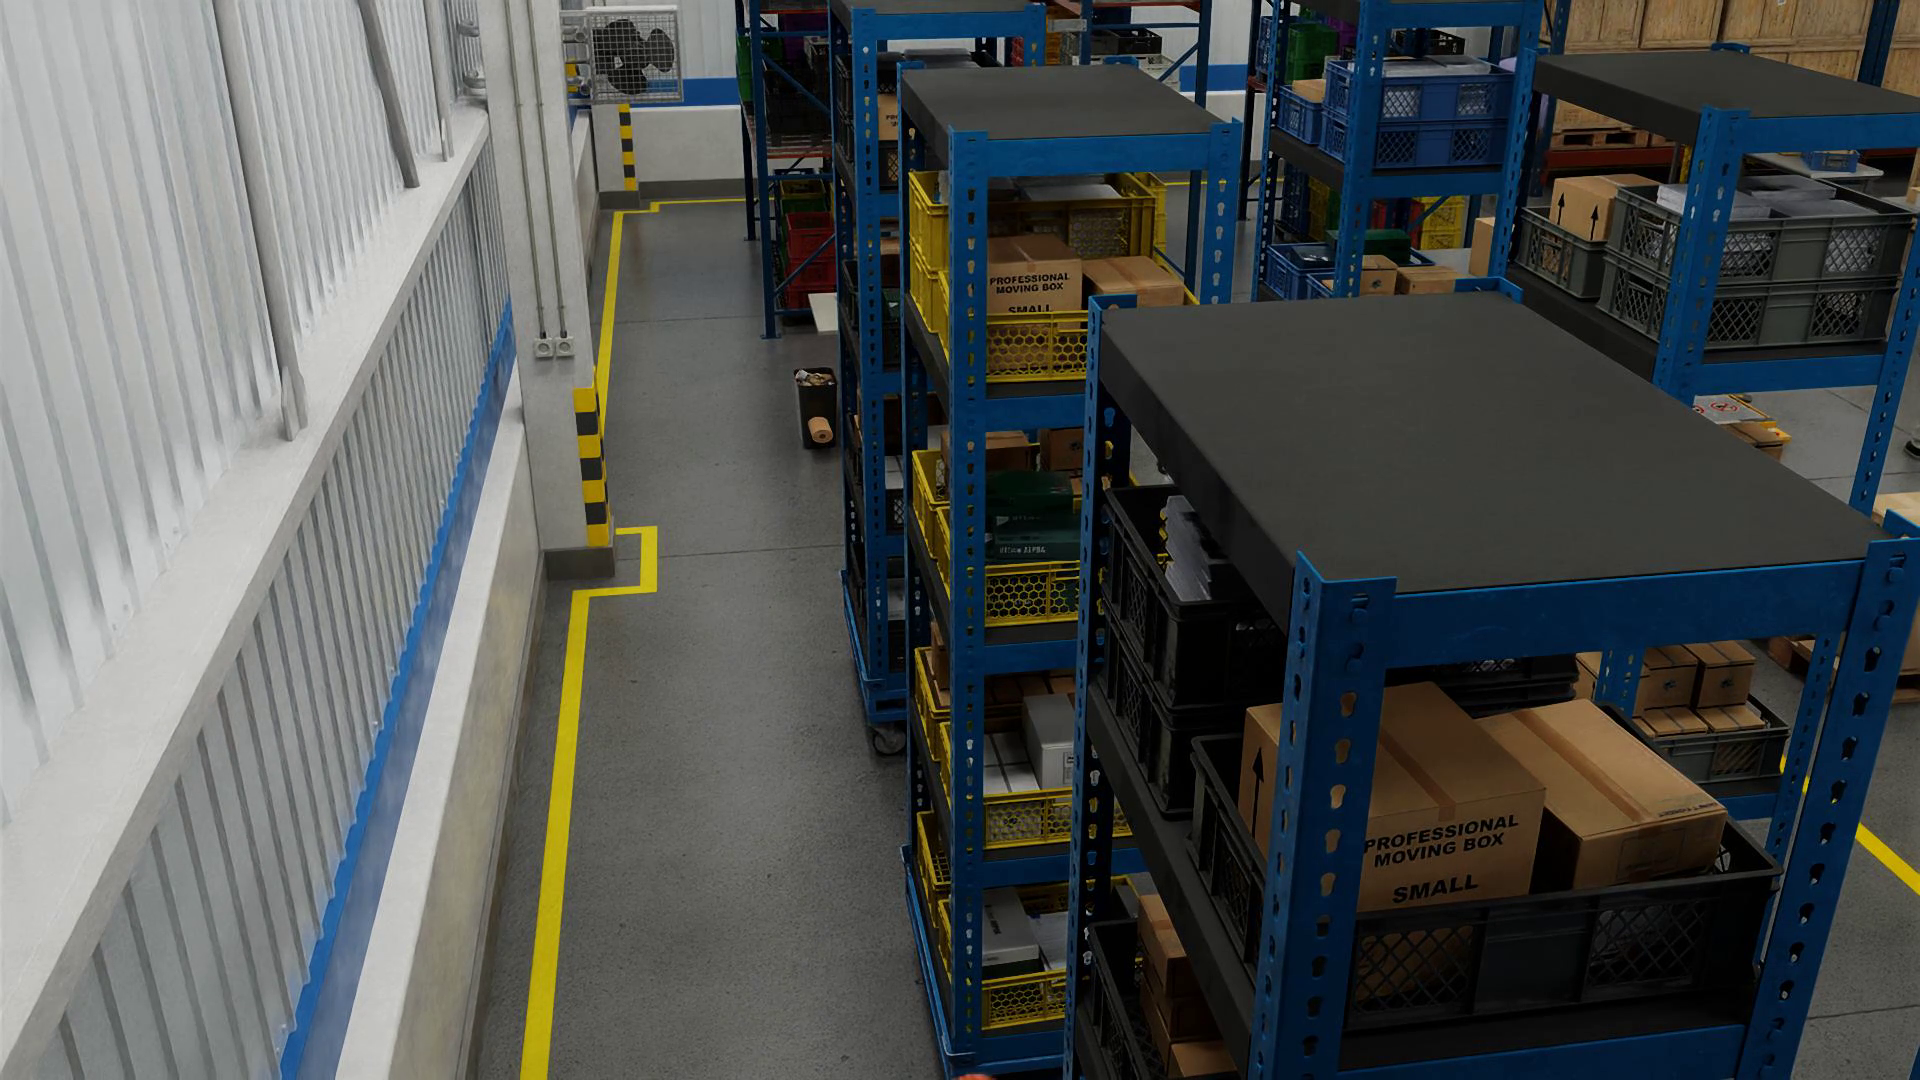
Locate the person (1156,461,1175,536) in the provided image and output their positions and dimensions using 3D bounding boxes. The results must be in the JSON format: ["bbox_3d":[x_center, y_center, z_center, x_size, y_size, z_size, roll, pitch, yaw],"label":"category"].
[{"bbox_3d":[1.379,-0.456,9.631,0.514,1.639,0.307,5,25,11],"label":"person"}]

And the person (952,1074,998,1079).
[{"bbox_3d":[-0.062,2.014,3.881,0.636,1.965,0.579,4,25,8],"label":"person"}]

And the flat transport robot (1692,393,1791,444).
[{"bbox_3d":[5.224,-0.859,12.132,1.431,0.197,0.652,-4,25,-8],"label":"flat transport robot"}]

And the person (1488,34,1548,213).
[{"bbox_3d":[6.085,-4.584,18.305,0.634,1.907,0.548,17,30,32],"label":"person"}]

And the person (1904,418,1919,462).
[{"bbox_3d":[6.977,-1.403,11.474,0.594,1.823,0.403,9,26,19],"label":"person"}]
